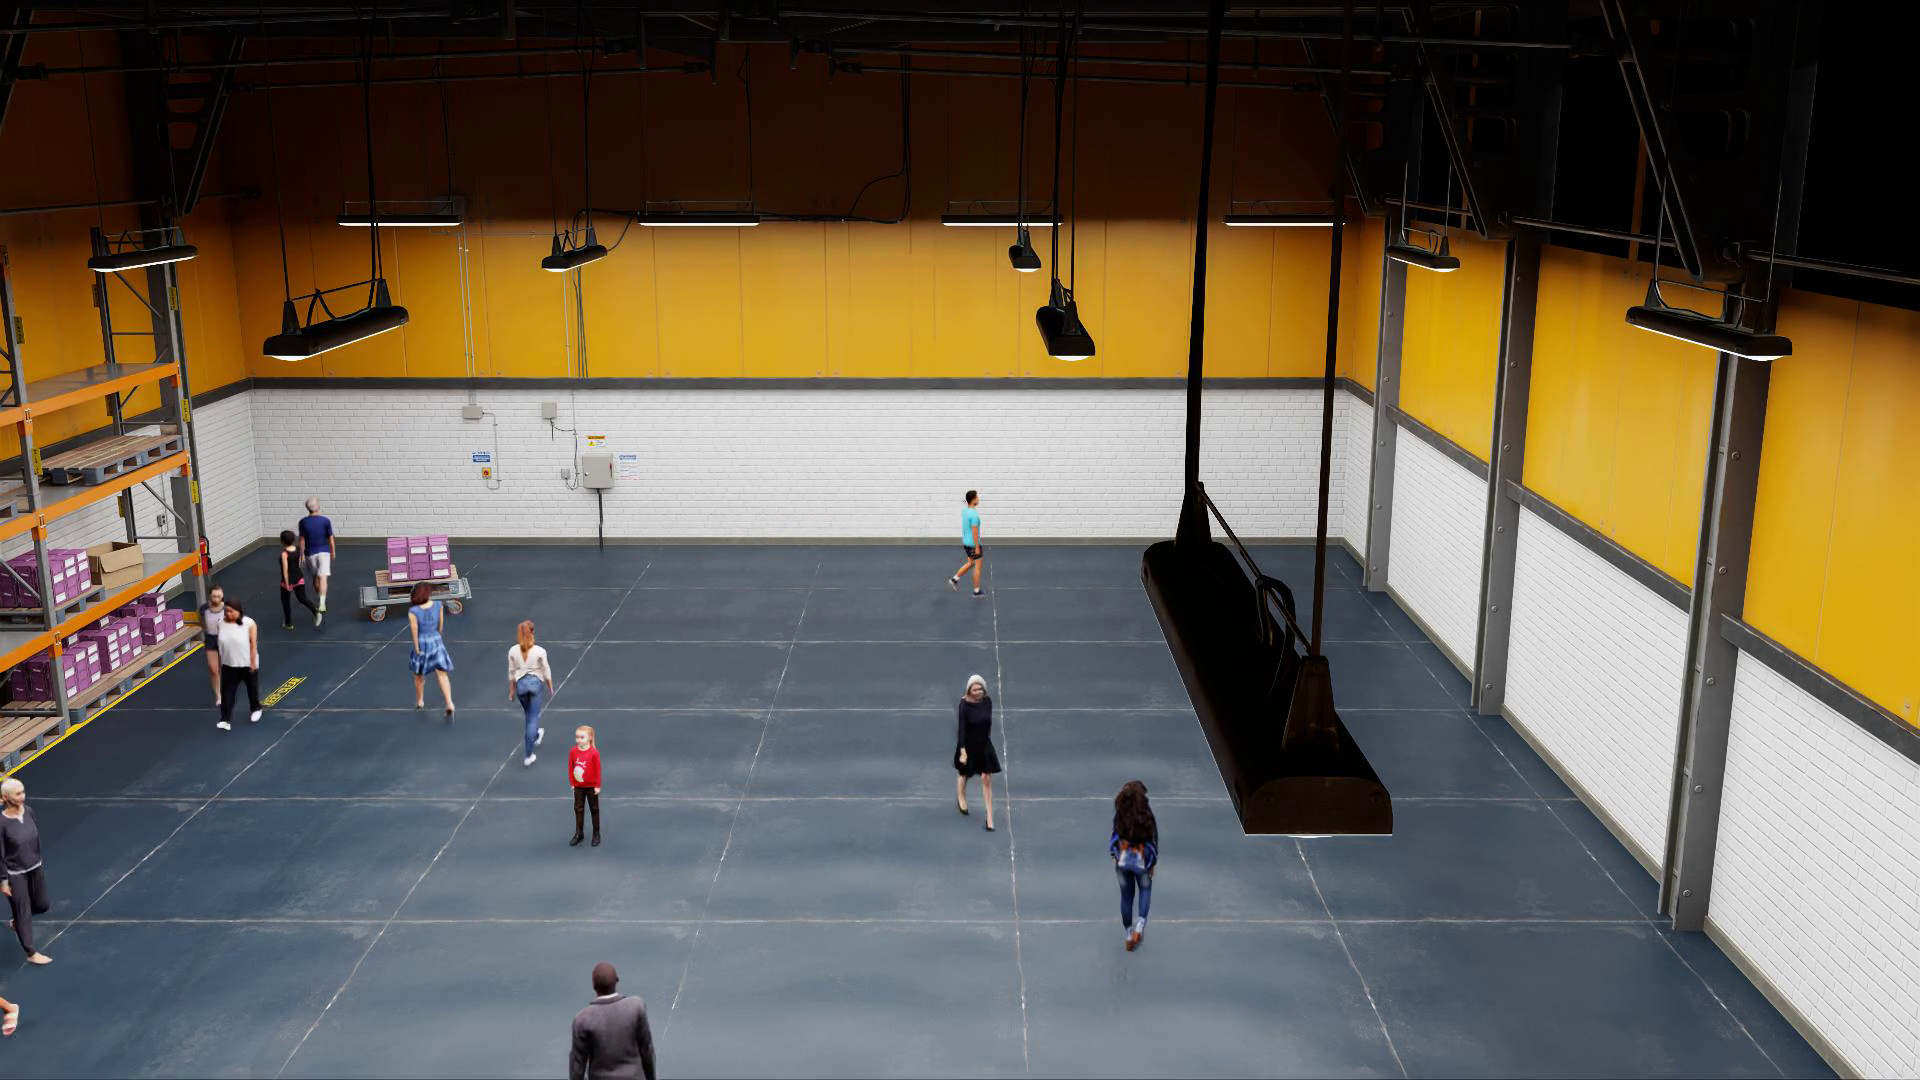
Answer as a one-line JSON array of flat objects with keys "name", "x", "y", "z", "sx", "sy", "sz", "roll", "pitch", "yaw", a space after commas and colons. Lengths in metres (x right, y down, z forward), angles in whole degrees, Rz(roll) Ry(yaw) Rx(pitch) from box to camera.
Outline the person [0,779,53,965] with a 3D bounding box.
[{"name": "person", "x": -8.472, "y": 2.948, "z": 14.898, "sx": 0.842, "sy": 1.714, "sz": 0.859, "roll": 4, "pitch": 14, "yaw": 18}]

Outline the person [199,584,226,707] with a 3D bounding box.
[{"name": "person", "x": -9.702, "y": 1.346, "z": 21.748, "sx": 0.718, "sy": 1.603, "sz": 0.895, "roll": -2, "pitch": 14, "yaw": -7}]

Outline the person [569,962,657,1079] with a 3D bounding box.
[{"name": "person", "x": -2.334, "y": 3.746, "z": 11.385, "sx": 0.823, "sy": 1.816, "sz": 0.746, "roll": -5, "pitch": 15, "yaw": -20}]

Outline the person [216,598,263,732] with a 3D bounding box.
[{"name": "person", "x": -9.026, "y": 1.523, "z": 20.910, "sx": 0.651, "sy": 1.654, "sz": 1.040, "roll": 0, "pitch": 14, "yaw": 1}]

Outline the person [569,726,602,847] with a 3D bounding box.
[{"name": "person", "x": -3.920, "y": 2.559, "z": 17.424, "sx": 0.517, "sy": 1.281, "sz": 0.519, "roll": 2, "pitch": 14, "yaw": 7}]

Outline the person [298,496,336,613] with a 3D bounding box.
[{"name": "person", "x": -9.974, "y": 0.261, "z": 25.820, "sx": 0.834, "sy": 1.796, "sz": 1.264, "roll": -3, "pitch": 14, "yaw": -14}]

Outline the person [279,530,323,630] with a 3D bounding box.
[{"name": "person", "x": -9.941, "y": 0.611, "z": 24.935, "sx": 0.873, "sy": 1.533, "sz": 0.974, "roll": 6, "pitch": 15, "yaw": 25}]

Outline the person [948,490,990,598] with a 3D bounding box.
[{"name": "person", "x": 0.113, "y": 0.075, "z": 26.664, "sx": 0.902, "sy": 1.760, "sz": 0.939, "roll": -6, "pitch": 15, "yaw": -22}]

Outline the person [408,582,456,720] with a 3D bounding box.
[{"name": "person", "x": -6.665, "y": 1.436, "z": 21.025, "sx": 1.070, "sy": 1.769, "sz": 1.204, "roll": -11, "pitch": 17, "yaw": -38}]

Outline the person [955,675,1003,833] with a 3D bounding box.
[{"name": "person", "x": 0.126, "y": 2.239, "z": 17.859, "sx": 0.924, "sy": 1.698, "sz": 1.232, "roll": -7, "pitch": 15, "yaw": -28}]

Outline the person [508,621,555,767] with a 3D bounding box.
[{"name": "person", "x": -5.090, "y": 1.828, "z": 19.592, "sx": 0.697, "sy": 1.681, "sz": 1.087, "roll": 1, "pitch": 14, "yaw": 5}]

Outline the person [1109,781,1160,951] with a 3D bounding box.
[{"name": "person", "x": 1.553, "y": 2.964, "z": 15.045, "sx": 0.673, "sy": 1.613, "sz": 0.669, "roll": 3, "pitch": 14, "yaw": 14}]
